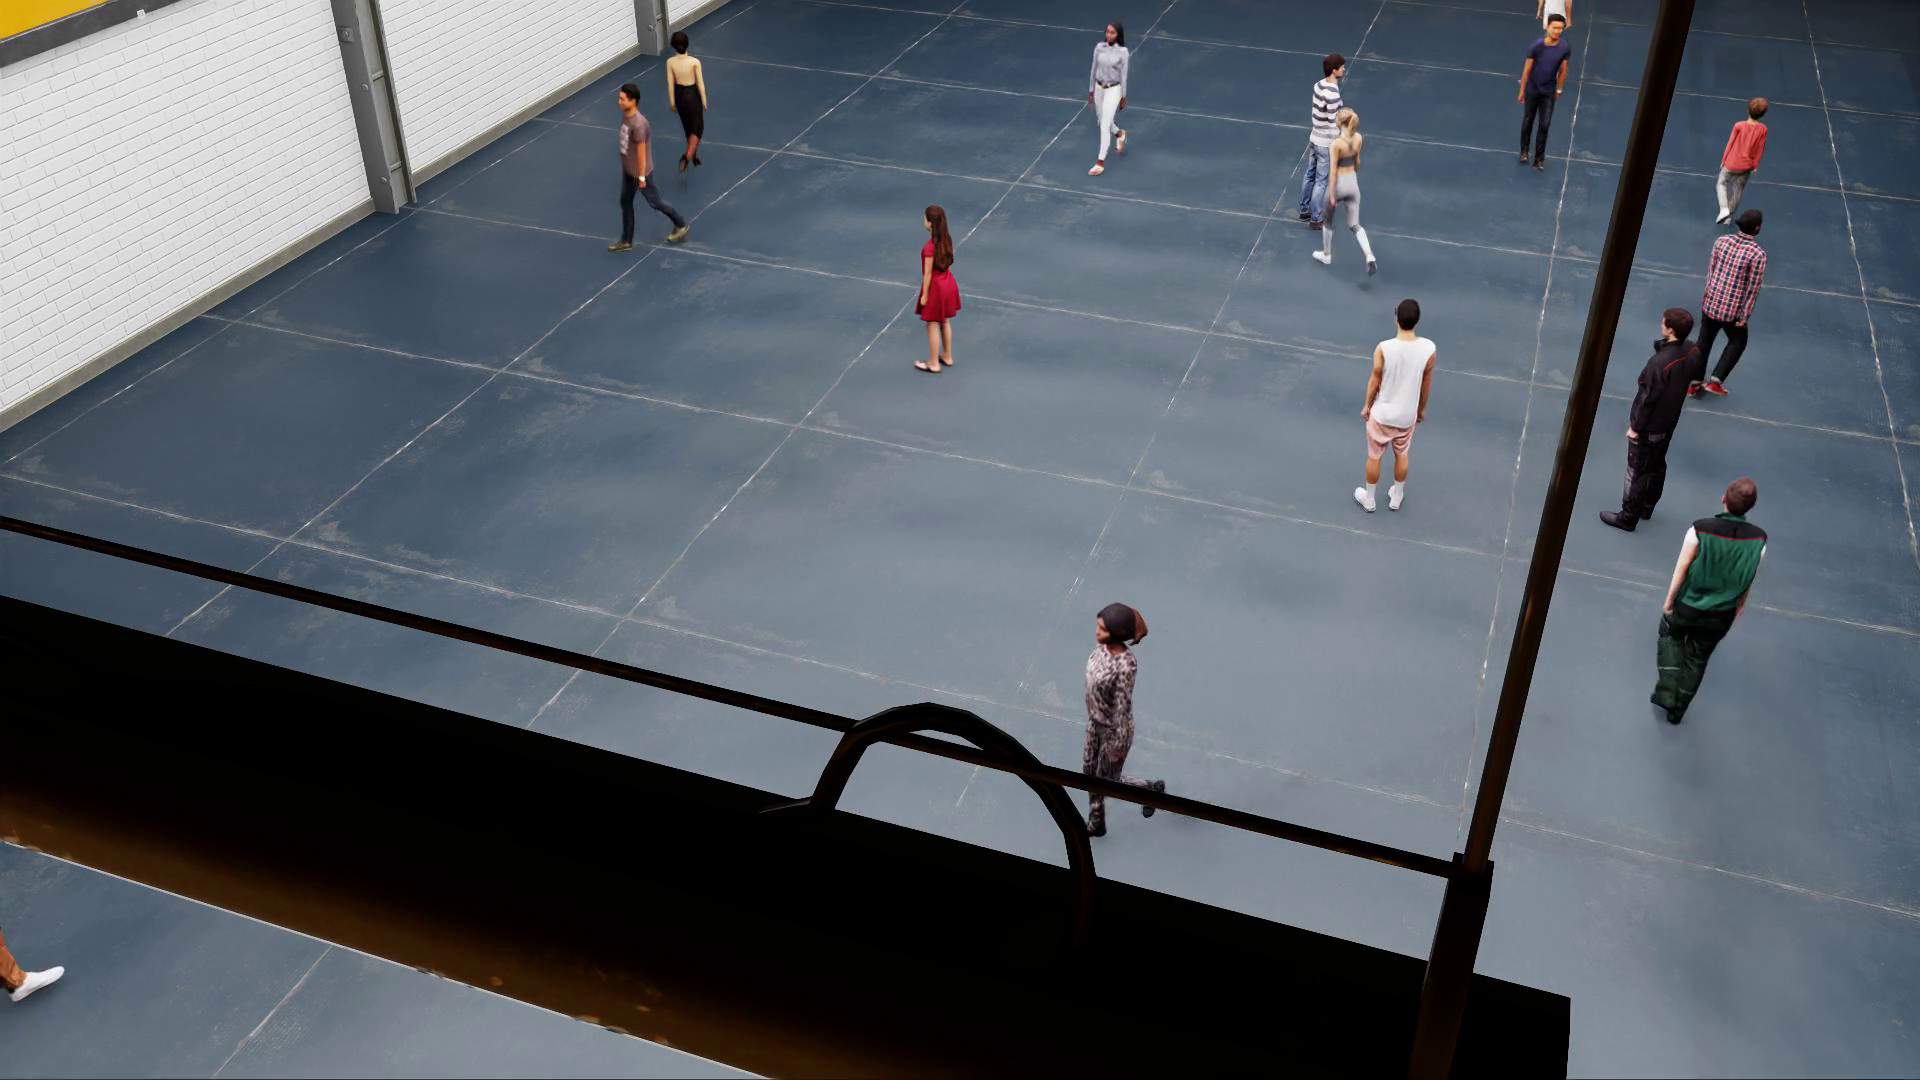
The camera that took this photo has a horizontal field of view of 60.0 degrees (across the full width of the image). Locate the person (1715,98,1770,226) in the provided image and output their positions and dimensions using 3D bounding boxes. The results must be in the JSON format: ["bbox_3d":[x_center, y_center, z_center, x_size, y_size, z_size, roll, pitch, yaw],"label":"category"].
[{"bbox_3d":[8.322,-4.001,17.736,0.583,1.405,0.712,7,34,10],"label":"person"}]

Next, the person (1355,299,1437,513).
[{"bbox_3d":[3.371,-1.020,12.904,0.724,1.787,0.717,-1,34,-2],"label":"person"}]

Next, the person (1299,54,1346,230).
[{"bbox_3d":[3.865,-4.247,17.700,0.785,1.854,0.672,-8,34,-11],"label":"person"}]

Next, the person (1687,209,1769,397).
[{"bbox_3d":[6.611,-2.022,14.449,0.811,1.747,0.799,-24,40,-31],"label":"person"}]

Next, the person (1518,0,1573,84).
[{"bbox_3d":[7.824,-6.817,21.661,1.175,1.748,1.110,-17,37,-24],"label":"person"}]

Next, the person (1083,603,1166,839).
[{"bbox_3d":[0.954,1.092,9.802,0.931,1.706,0.896,-11,35,-16],"label":"person"}]

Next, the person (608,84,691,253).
[{"bbox_3d":[-3.225,-3.830,17.178,1.225,1.738,1.073,-20,39,-27],"label":"person"}]

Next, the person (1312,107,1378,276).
[{"bbox_3d":[3.889,-3.454,16.677,1.049,1.665,1.130,-12,35,-17],"label":"person"}]

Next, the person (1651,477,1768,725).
[{"bbox_3d":[4.778,0.444,10.662,0.683,1.831,0.671,8,34,12],"label":"person"}]

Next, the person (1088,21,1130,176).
[{"bbox_3d":[1.741,-5.135,19.177,0.822,1.697,1.176,22,39,29],"label":"person"}]

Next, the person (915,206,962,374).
[{"bbox_3d":[-0.193,-2.267,14.995,0.675,1.551,0.605,20,39,27],"label":"person"}]

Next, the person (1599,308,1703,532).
[{"bbox_3d":[5.324,-0.924,12.712,0.715,1.841,0.858,-24,41,-32],"label":"person"}]

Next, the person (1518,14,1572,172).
[{"bbox_3d":[6.710,-5.228,19.255,0.694,1.766,0.966,9,35,13],"label":"person"}]

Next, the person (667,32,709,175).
[{"bbox_3d":[-3.103,-4.933,18.931,0.660,1.632,0.972,6,34,9],"label":"person"}]
